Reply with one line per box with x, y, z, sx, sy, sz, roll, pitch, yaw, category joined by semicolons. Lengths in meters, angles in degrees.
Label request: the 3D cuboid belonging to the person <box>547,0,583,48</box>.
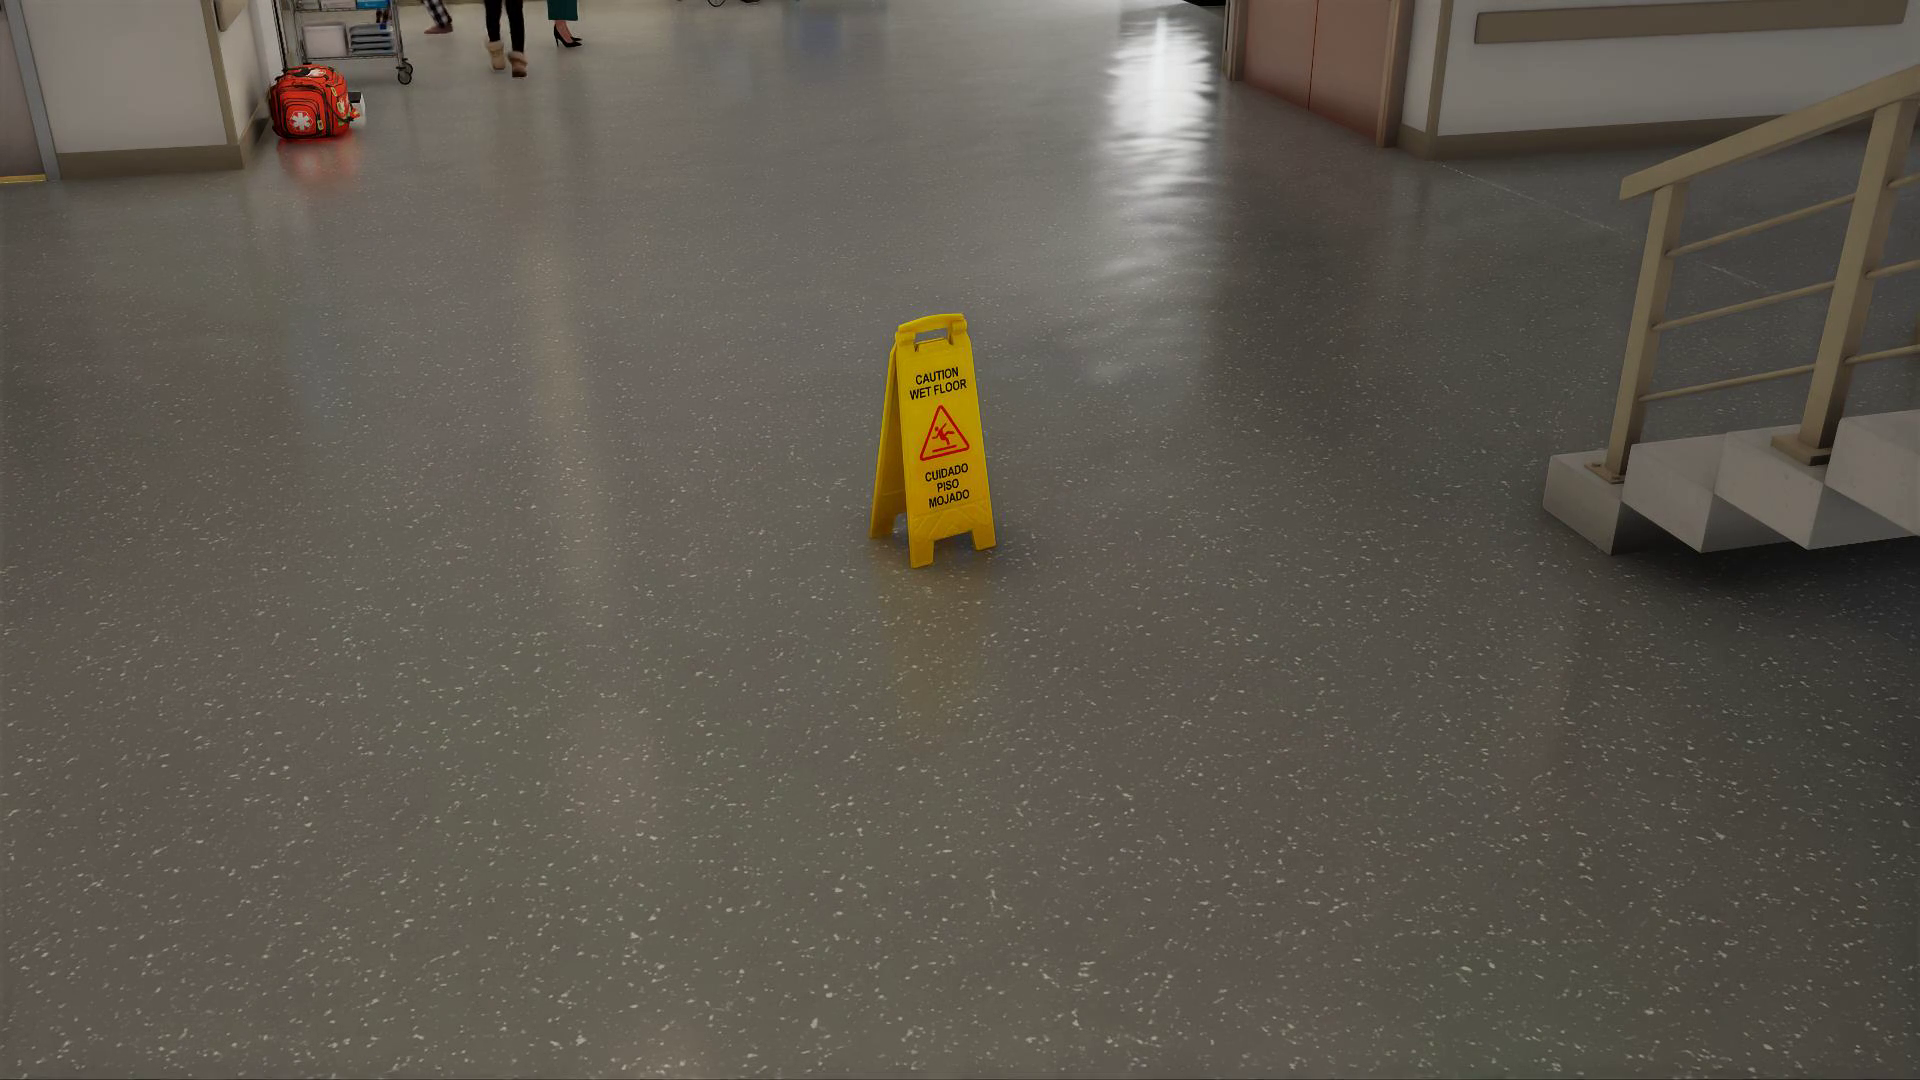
-3.453;-5.142;14.249;0.692;1.740;0.479;-4;26;-8;person

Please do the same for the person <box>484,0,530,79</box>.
-3.599;-4.441;12.923;0.647;1.628;1.124;-8;27;-17;person

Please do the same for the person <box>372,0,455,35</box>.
-4.801;-5.302;14.511;0.759;1.800;0.978;-3;26;-7;person
